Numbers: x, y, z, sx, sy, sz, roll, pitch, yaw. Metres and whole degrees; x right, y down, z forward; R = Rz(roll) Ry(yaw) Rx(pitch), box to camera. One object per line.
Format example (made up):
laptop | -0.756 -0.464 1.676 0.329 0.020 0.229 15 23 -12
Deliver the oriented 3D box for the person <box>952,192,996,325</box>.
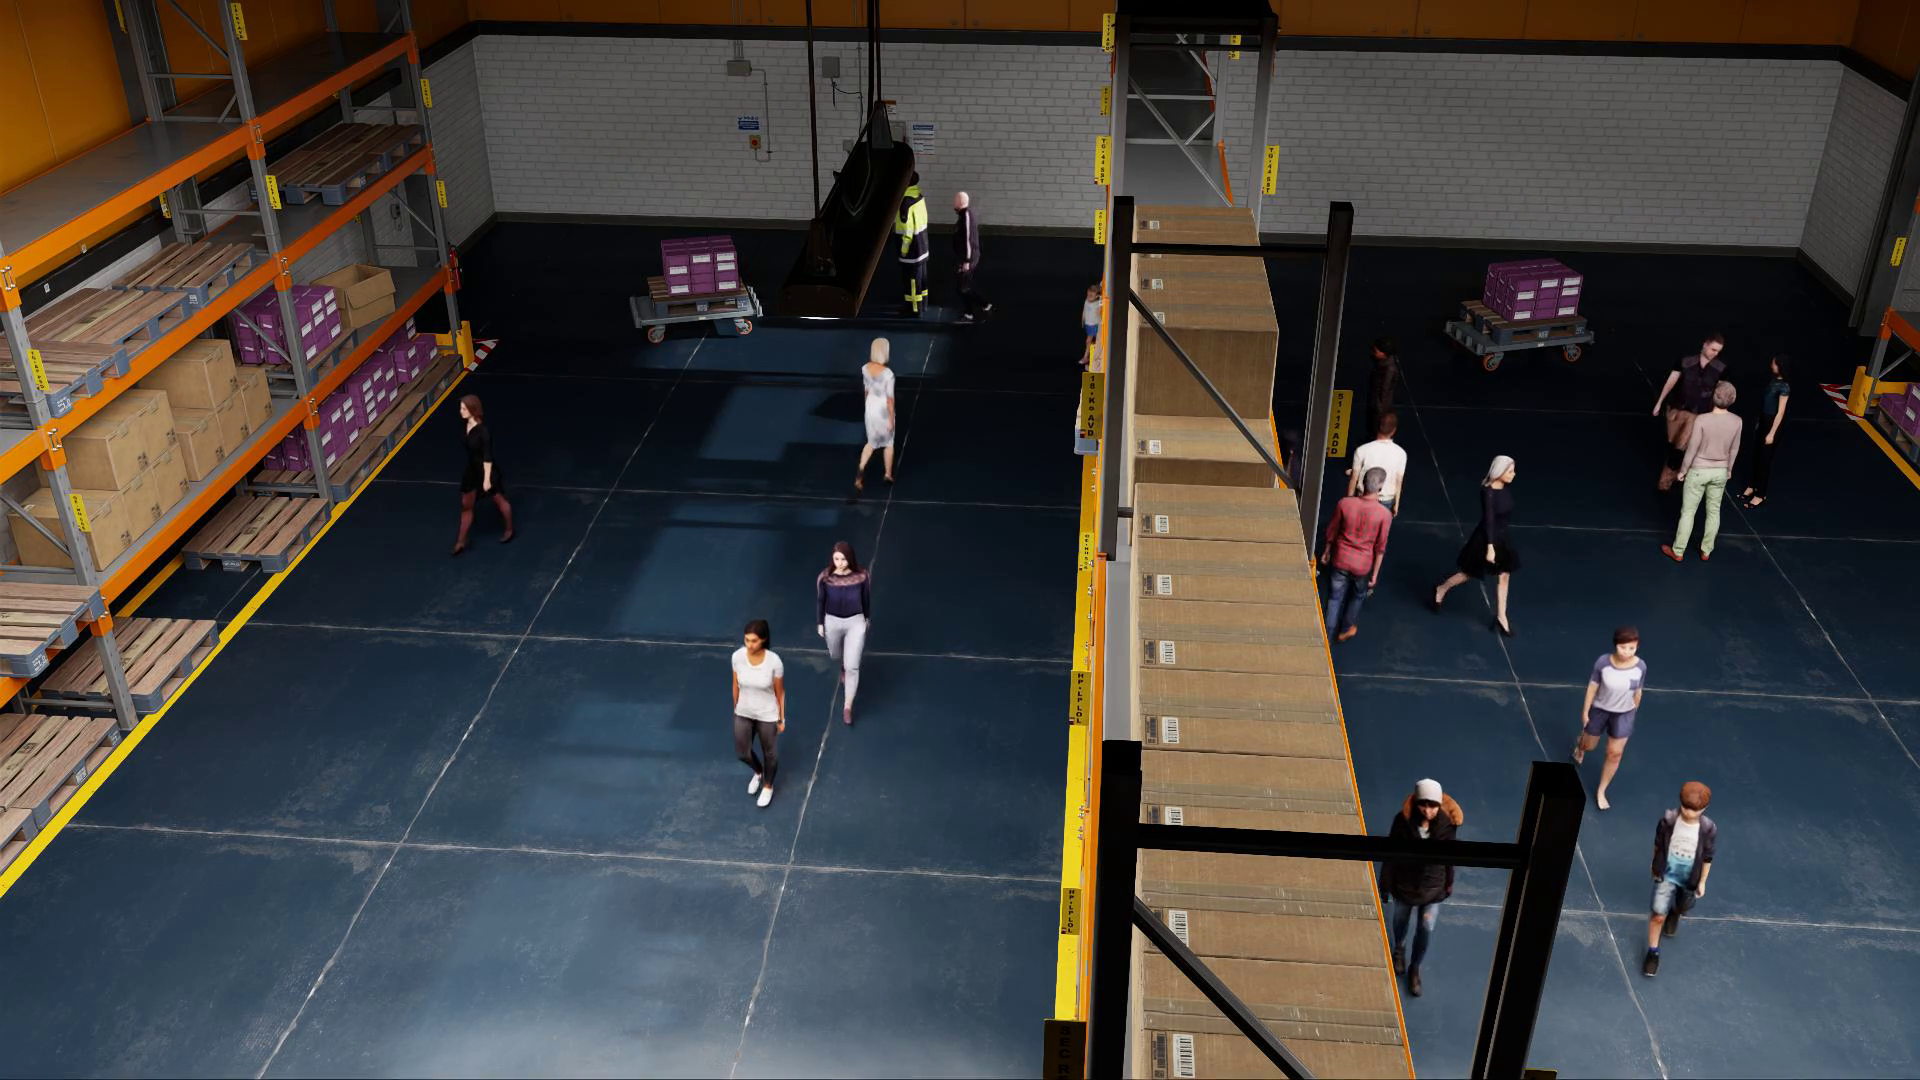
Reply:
person | 0.183 -3.643 21.716 0.822 1.814 0.777 -1 29 -2

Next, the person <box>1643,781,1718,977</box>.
person | 4.914 2.242 11.333 0.698 1.426 0.979 11 30 19

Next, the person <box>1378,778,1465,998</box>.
person | 3.063 2.232 11.151 0.683 1.619 0.716 6 29 11

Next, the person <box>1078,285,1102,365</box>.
person | 1.692 -2.728 20.885 0.757 1.005 0.688 -22 36 -35

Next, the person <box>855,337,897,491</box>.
person | -0.889 -1.281 17.472 0.787 1.733 0.985 15 32 25

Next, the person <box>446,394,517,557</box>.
person | -4.635 -0.673 16.420 0.947 1.672 1.106 21 35 33

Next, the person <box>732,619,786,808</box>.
person | -1.528 1.290 12.857 0.607 1.638 0.618 7 29 12

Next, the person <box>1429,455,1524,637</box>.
person | 4.719 0.034 15.080 1.092 1.714 1.092 25 37 38

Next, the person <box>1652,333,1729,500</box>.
person | 7.715 -1.375 17.589 1.088 1.786 1.268 17 33 29

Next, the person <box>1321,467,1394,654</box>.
person | 3.434 0.250 14.602 1.035 1.794 1.250 14 31 24

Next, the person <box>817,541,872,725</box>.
person | -0.967 0.704 13.990 0.673 1.582 1.046 0 29 1

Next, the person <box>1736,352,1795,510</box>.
person | 8.388 -1.144 17.226 0.634 1.728 0.459 5 29 9

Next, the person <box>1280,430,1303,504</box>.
person | 3.039 -0.197 15.558 0.690 1.662 0.742 2 29 3

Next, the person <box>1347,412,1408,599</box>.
person | 3.880 -0.270 15.530 0.728 1.817 0.975 -1 29 -1

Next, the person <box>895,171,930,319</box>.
person | -0.633 -3.951 22.107 0.889 1.982 0.681 9 30 16

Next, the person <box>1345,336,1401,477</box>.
person | 4.483 -1.398 17.762 0.665 1.662 0.614 15 32 26

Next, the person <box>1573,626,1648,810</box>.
person | 5.053 1.297 12.941 0.610 1.547 0.889 5 29 9

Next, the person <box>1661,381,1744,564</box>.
person | 7.263 -0.650 16.166 0.696 1.876 0.625 0 29 -1
